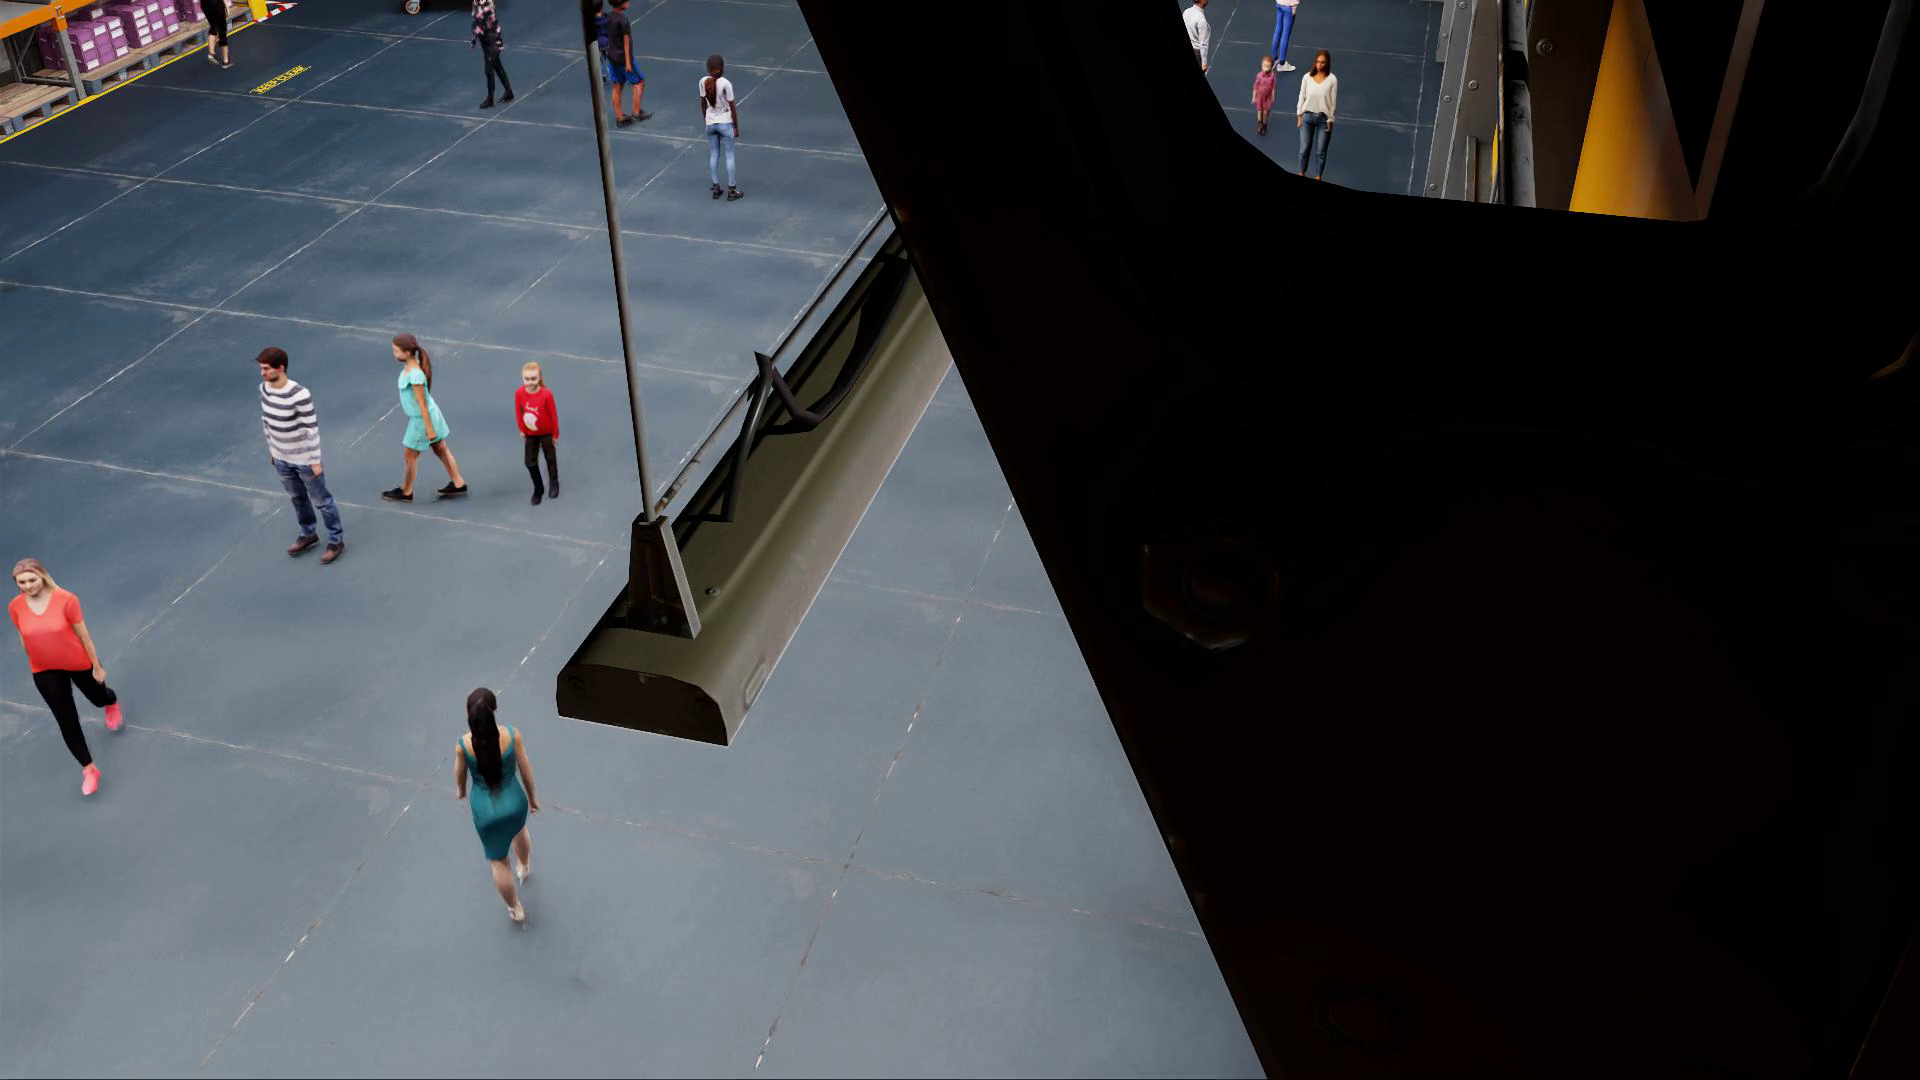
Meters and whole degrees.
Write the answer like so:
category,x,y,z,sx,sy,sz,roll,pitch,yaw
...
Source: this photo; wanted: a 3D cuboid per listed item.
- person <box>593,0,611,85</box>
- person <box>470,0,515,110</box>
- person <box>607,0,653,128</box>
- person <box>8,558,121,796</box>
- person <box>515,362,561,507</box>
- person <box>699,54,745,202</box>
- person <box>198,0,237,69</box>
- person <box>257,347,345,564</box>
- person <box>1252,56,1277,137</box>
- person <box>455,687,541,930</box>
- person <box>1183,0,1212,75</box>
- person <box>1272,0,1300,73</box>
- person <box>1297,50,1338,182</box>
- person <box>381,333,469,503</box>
category,x,y,z,sx,sy,sz,roll,pitch,yaw
person,-4.970,-6.913,23.051,0.667,1.216,0.732,-12,36,-18
person,-6.229,-6.682,22.304,0.947,1.660,0.810,-29,43,-36
person,-4.451,-6.208,21.488,0.893,1.774,0.828,-28,42,-35
person,-5.895,0.805,11.034,0.966,1.666,1.188,-8,35,-12
person,-3.536,-0.944,14.025,0.584,1.268,0.659,-1,34,-1
person,-2.813,-4.844,19.486,0.606,1.718,0.546,12,35,18
person,-10.622,-7.518,23.508,0.595,1.719,0.652,9,35,13
person,-5.223,-0.690,13.112,0.681,1.854,0.580,14,36,20
person,3.941,-5.757,21.505,0.447,1.003,0.702,7,34,10
person,-2.699,1.629,9.796,0.822,1.664,0.895,-16,37,-23
person,3.033,-6.262,21.527,0.793,1.820,0.723,-16,37,-22
person,4.610,-7.550,23.512,0.785,1.768,0.676,-10,35,-15
person,4.242,-4.997,19.752,0.643,1.678,0.588,13,36,19
person,-4.400,-1.015,13.893,0.888,1.532,0.951,-7,34,-11
